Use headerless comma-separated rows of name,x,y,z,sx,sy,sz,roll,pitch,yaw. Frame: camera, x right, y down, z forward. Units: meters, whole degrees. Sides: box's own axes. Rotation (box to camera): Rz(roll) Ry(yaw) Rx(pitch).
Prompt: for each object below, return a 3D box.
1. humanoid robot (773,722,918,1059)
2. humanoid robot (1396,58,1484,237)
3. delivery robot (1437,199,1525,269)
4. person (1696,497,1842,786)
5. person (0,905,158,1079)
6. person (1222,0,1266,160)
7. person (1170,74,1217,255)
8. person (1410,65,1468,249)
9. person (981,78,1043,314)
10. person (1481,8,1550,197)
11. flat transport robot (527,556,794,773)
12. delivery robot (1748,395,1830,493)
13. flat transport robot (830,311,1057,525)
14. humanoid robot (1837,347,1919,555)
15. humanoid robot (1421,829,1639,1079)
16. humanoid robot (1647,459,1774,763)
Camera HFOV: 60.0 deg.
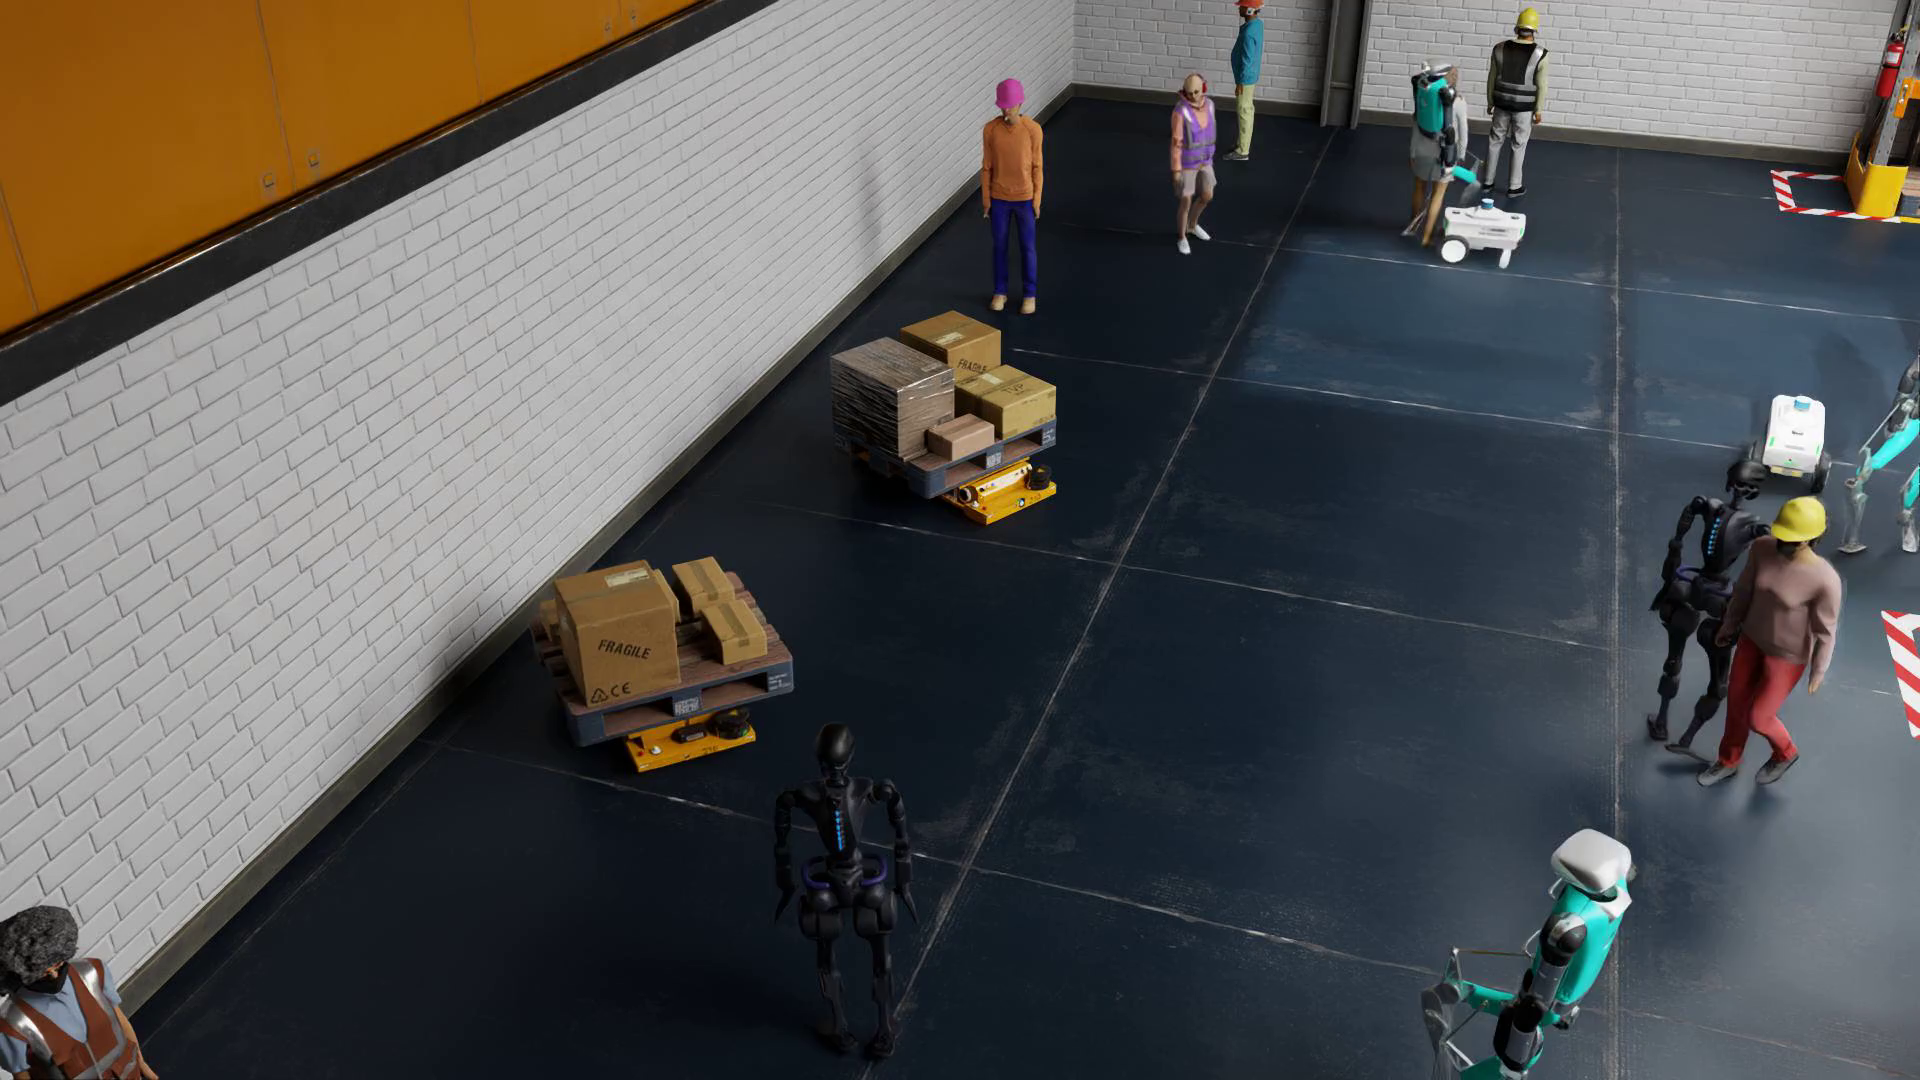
humanoid robot,-0.466,1.440,6.787,0.591,1.648,0.347,-2,31,-4
humanoid robot,4.512,-3.564,15.238,0.894,1.737,0.566,-11,32,-19
delivery robot,4.715,-2.795,15.104,0.772,0.601,0.518,8,31,14
person,4.032,0.536,8.252,0.439,1.746,0.558,-12,32,-19
person,-3.080,1.965,5.887,0.305,1.680,0.428,17,34,26
person,2.987,-4.887,17.469,0.319,1.755,0.558,8,31,14
person,2.096,-3.414,15.059,0.593,1.657,0.450,-18,35,-27
person,4.376,-3.526,15.282,0.491,1.628,0.808,13,33,21
person,0.425,-2.852,13.803,0.517,1.973,0.401,6,31,10
person,5.483,-4.307,16.413,0.593,1.830,0.404,21,36,31
flat transport robot,-1.694,0.765,9.324,0.659,0.231,1.431,-14,33,-22
delivery robot,5.777,-0.694,11.538,0.499,0.609,0.807,13,33,21
flat transport robot,-0.067,-0.537,11.539,0.659,0.231,1.431,-25,38,-35
humanoid robot,5.888,-0.610,10.241,0.888,1.788,0.581,-21,36,-32
humanoid robot,2.057,1.726,6.247,1.026,1.734,0.547,26,39,37
humanoid robot,3.852,0.362,8.629,0.472,1.645,0.613,-20,36,-30
